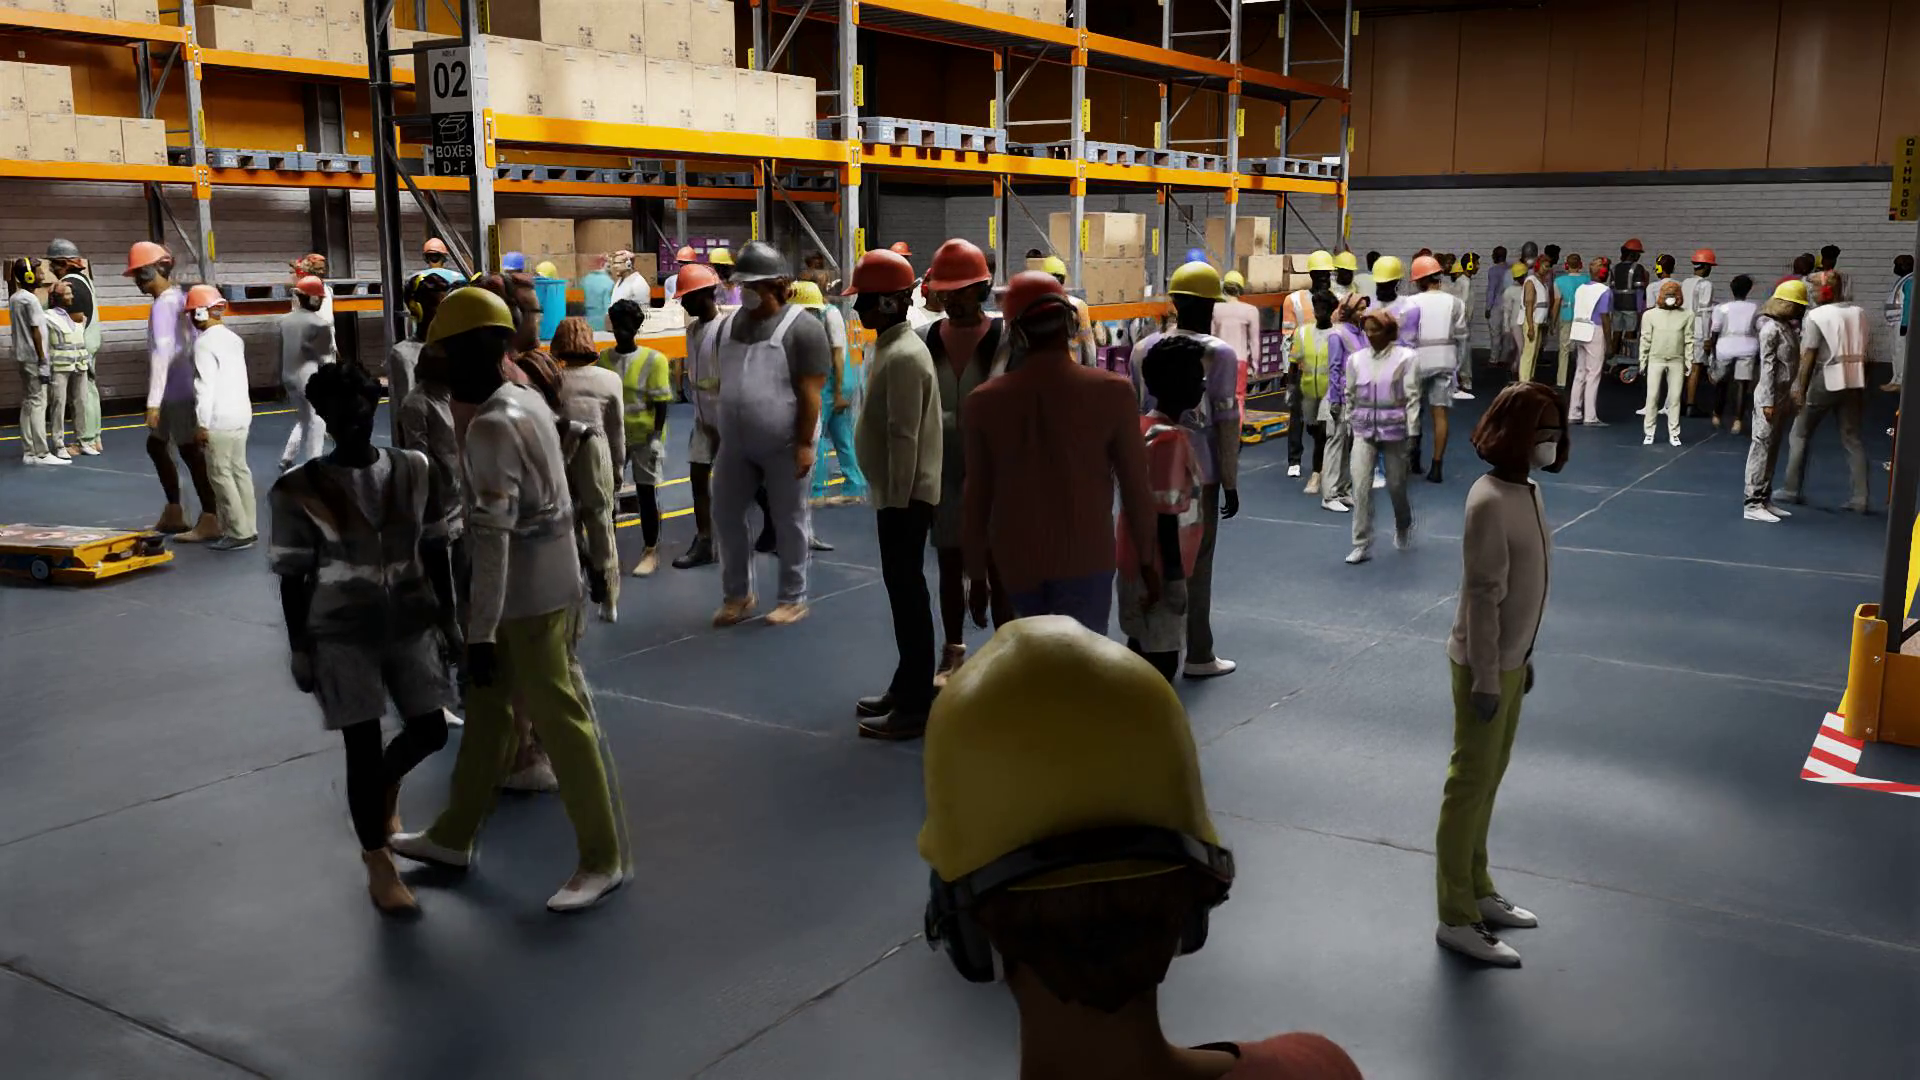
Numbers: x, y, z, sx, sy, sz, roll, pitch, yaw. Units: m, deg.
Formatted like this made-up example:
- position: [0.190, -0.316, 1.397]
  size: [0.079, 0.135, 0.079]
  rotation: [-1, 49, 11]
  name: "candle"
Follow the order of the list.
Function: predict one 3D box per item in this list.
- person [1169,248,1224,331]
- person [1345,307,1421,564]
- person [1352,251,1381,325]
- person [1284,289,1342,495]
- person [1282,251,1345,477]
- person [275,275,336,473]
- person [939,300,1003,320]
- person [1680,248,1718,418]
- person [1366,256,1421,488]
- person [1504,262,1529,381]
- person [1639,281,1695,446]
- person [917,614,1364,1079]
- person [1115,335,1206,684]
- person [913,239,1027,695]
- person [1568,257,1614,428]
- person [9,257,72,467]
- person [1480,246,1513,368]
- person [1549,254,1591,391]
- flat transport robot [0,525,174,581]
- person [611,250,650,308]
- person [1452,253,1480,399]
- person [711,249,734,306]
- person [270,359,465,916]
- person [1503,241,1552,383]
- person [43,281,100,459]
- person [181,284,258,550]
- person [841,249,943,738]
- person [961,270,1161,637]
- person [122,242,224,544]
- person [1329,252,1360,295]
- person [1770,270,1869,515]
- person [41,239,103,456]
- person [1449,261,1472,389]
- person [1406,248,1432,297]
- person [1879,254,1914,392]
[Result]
- position: [2.581, -2.211, 18.190]
  size: [0.621, 1.927, 0.453]
  rotation: [7, 13, 36]
  name: "person"
- position: [2.693, -0.675, 10.554]
  size: [0.526, 1.607, 0.694]
  rotation: [7, 12, 33]
  name: "person"
- position: [5.653, -3.044, 22.943]
  size: [0.605, 1.886, 0.904]
  rotation: [2, 10, 11]
  name: "person"
- position: [2.983, -1.221, 13.498]
  size: [0.546, 1.651, 0.863]
  rotation: [8, 13, 36]
  name: "person"
- position: [3.045, -1.499, 14.245]
  size: [0.588, 1.930, 0.361]
  rotation: [0, 10, -3]
  name: "person"
- position: [-5.367, -1.304, 13.709]
  size: [0.614, 1.730, 0.449]
  rotation: [5, 11, 25]
  name: "person"
- position: [0.092, -0.842, 10.824]
  size: [0.587, 1.855, 0.706]
  rotation: [0, 10, 0]
  name: "person"
- position: [8.425, -2.360, 19.028]
  size: [0.390, 1.927, 0.548]
  rotation: [-2, 10, -9]
  name: "person"
- position: [3.441, -1.343, 13.488]
  size: [0.468, 1.897, 0.594]
  rotation: [-8, 13, -38]
  name: "person"
- position: [7.686, -2.947, 22.830]
  size: [0.559, 1.722, 0.664]
  rotation: [-2, 10, -13]
  name: "person"
- position: [6.967, -1.738, 16.421]
  size: [0.506, 1.623, 0.296]
  rotation: [3, 11, 15]
  name: "person"
- position: [0.086, 0.929, 1.252]
  size: [0.526, 1.765, 0.329]
  rotation: [-7, 13, -36]
  name: "person"
- position: [0.718, 0.107, 6.017]
  size: [0.320, 1.689, 0.540]
  rotation: [0, 10, -1]
  name: "person"
- position: [0.023, -0.294, 7.311]
  size: [0.617, 2.028, 0.410]
  rotation: [4, 11, 20]
  name: "person"
- position: [6.831, -2.135, 18.028]
  size: [0.379, 1.838, 0.561]
  rotation: [-2, 10, -10]
  name: "person"
- position: [-8.313, -1.594, 14.936]
  size: [0.517, 1.873, 0.334]
  rotation: [9, 14, 41]
  name: "person"
- position: [8.565, -3.694, 26.409]
  size: [0.627, 1.933, 0.367]
  rotation: [-8, 13, -37]
  name: "person"
- position: [8.221, -2.915, 22.344]
  size: [0.563, 1.837, 0.388]
  rotation: [-1, 10, -3]
  name: "person"
- position: [-5.653, 0.062, 10.192]
  size: [1.431, 0.197, 0.652]
  rotation: [3, 11, 15]
  name: "flat transport robot"
- position: [-3.726, -2.288, 18.680]
  size: [0.401, 1.906, 0.649]
  rotation: [-7, 13, -36]
  name: "person"
- position: [6.456, -2.736, 21.300]
  size: [0.327, 1.862, 0.510]
  rotation: [2, 10, 8]
  name: "person"
- position: [-2.797, -2.438, 19.498]
  size: [0.399, 1.920, 0.638]
  rotation: [-1, 10, -3]
  name: "person"
- position: [-1.816, 0.276, 5.098]
  size: [0.550, 1.673, 0.564]
  rotation: [-8, 13, -38]
  name: "person"
- position: [7.985, -3.205, 23.390]
  size: [0.697, 2.000, 0.538]
  rotation: [0, 10, 1]
  name: "person"
- position: [-8.304, -1.577, 15.481]
  size: [0.306, 1.639, 0.524]
  rotation: [5, 11, 25]
  name: "person"
- position: [-4.880, -0.805, 10.937]
  size: [0.381, 1.737, 0.591]
  rotation: [0, 10, -2]
  name: "person"
- position: [-0.276, -0.191, 6.850]
  size: [0.408, 1.986, 0.617]
  rotation: [-1, 10, -6]
  name: "person"
- position: [0.287, 0.088, 5.465]
  size: [0.647, 1.934, 0.978]
  rotation: [5, 11, 26]
  name: "person"
- position: [-5.321, -0.974, 11.118]
  size: [0.696, 2.007, 0.708]
  rotation: [-3, 11, -18]
  name: "person"
- position: [4.197, -2.243, 18.497]
  size: [0.603, 1.887, 0.613]
  rotation: [-6, 12, -29]
  name: "person"
- position: [6.483, -1.113, 12.479]
  size: [0.655, 1.788, 0.861]
  rotation: [-4, 11, -20]
  name: "person"
- position: [-8.426, -1.821, 15.718]
  size: [0.537, 2.000, 0.689]
  rotation: [-3, 11, -16]
  name: "person"
- position: [6.797, -2.924, 22.688]
  size: [0.330, 1.735, 0.489]
  rotation: [-2, 10, -13]
  name: "person"
- position: [7.783, -3.950, 27.946]
  size: [0.573, 1.887, 0.355]
  rotation: [8, 13, 39]
  name: "person"
- position: [12.624, -2.903, 22.315]
  size: [0.429, 1.831, 0.635]
  rotation: [3, 11, 17]
  name: "person"
